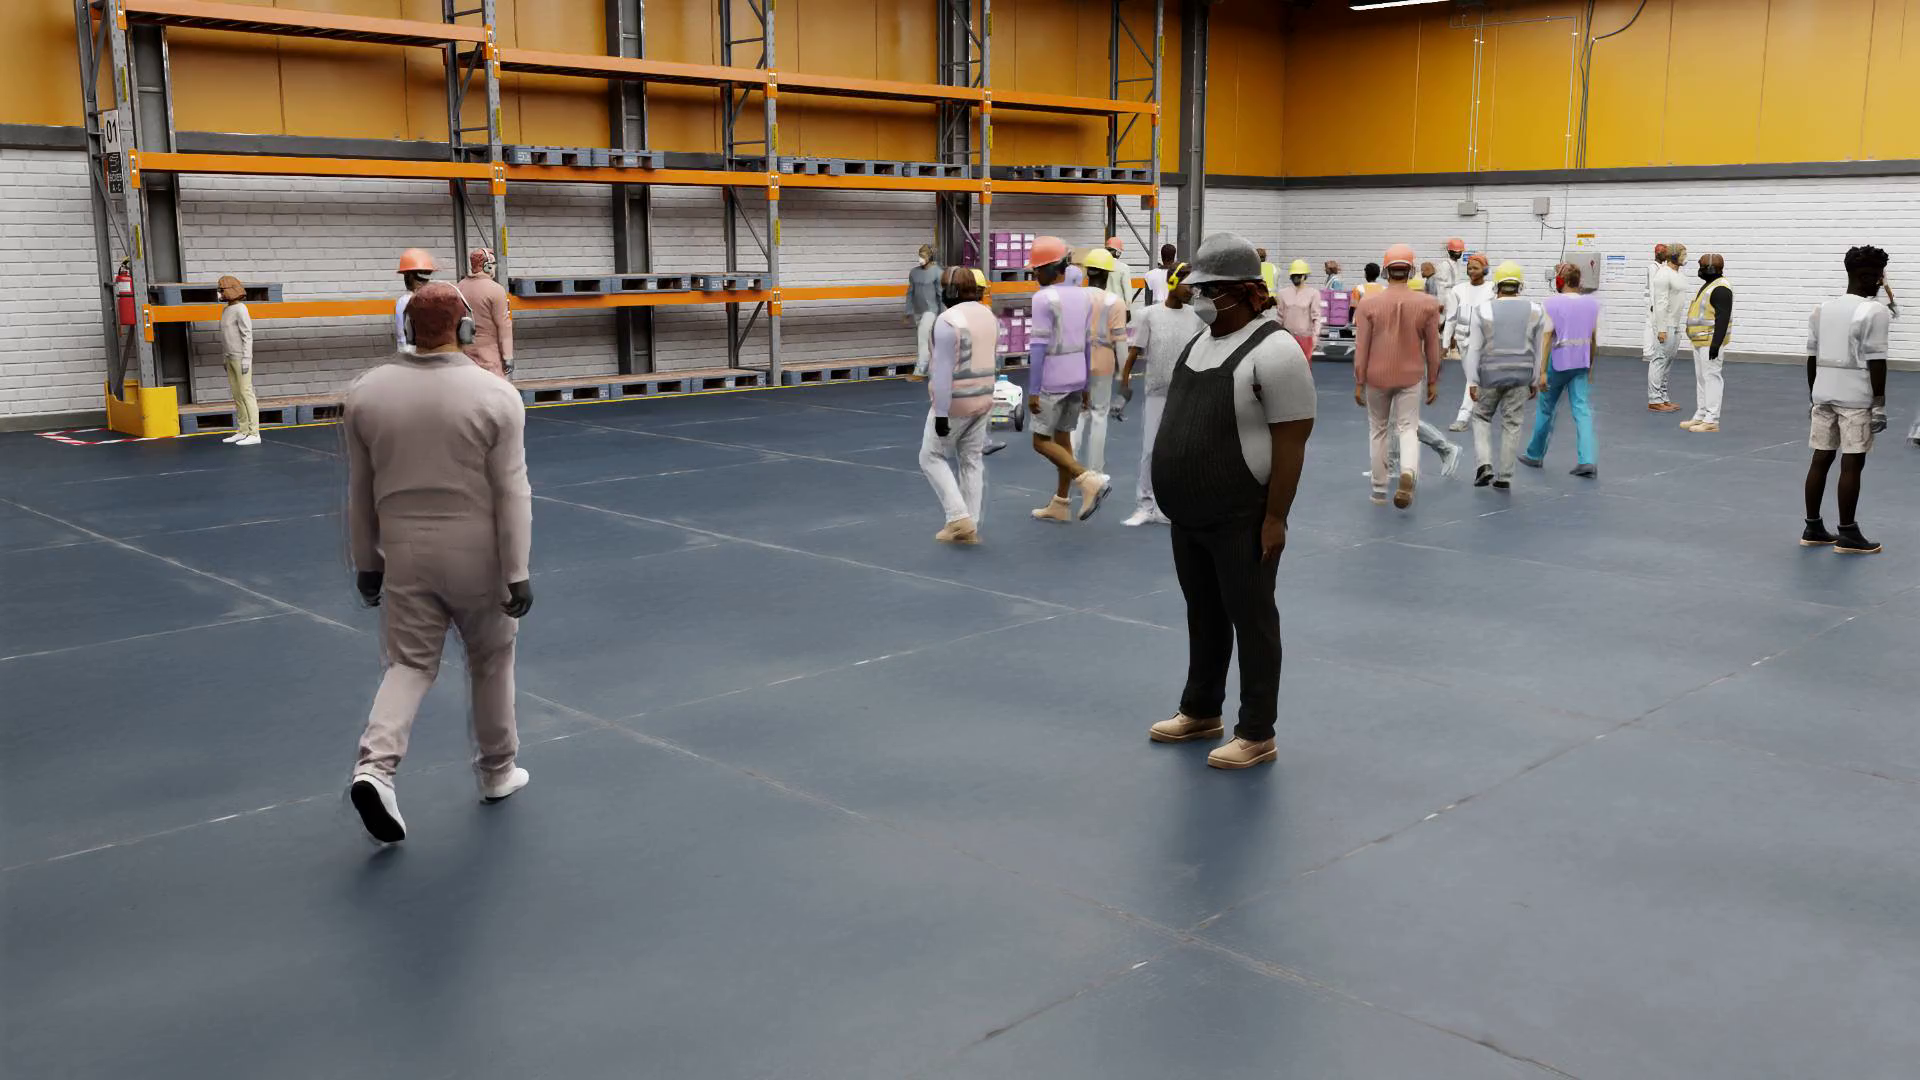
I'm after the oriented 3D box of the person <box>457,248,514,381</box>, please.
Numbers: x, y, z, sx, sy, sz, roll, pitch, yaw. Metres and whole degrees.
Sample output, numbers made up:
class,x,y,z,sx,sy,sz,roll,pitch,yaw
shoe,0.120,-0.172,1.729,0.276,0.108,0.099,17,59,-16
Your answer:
class,x,y,z,sx,sy,sz,roll,pitch,yaw
person,-4.321,-1.707,15.220,0.653,1.906,0.408,6,12,29

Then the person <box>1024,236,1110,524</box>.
class,x,y,z,sx,sy,sz,roll,pitch,yaw
person,0.751,-1.077,11.481,0.671,2.022,0.632,9,14,42

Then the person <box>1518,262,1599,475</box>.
class,x,y,z,sx,sy,sz,roll,pitch,yaw
person,5.167,-1.465,14.202,0.585,1.795,0.994,-2,11,-12

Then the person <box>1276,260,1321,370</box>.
class,x,y,z,sx,sy,sz,roll,pitch,yaw
person,3.812,-2.305,18.935,0.552,1.725,0.852,6,12,28

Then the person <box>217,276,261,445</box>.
class,x,y,z,sx,sy,sz,roll,pitch,yaw
person,-7.016,-1.738,16.134,0.264,1.632,0.507,-10,14,-44

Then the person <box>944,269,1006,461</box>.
class,x,y,z,sx,sy,sz,roll,pitch,yaw
person,0.021,-1.592,15.081,0.874,1.717,0.550,-7,12,-33

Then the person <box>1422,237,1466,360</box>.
class,x,y,z,sx,sy,sz,roll,pitch,yaw
person,7.863,-3.915,27.068,0.849,1.993,0.627,7,12,33

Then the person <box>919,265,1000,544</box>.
class,x,y,z,sx,sy,sz,roll,pitch,yaw
person,-0.001,-0.861,10.825,0.451,1.828,0.646,8,13,37

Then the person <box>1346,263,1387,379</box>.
class,x,y,z,sx,sy,sz,roll,pitch,yaw
person,5.588,-2.954,22.731,0.539,1.649,0.907,-2,11,-13

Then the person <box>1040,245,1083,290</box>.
class,x,y,z,sx,sy,sz,roll,pitch,yaw
person,1.484,-3.304,24.005,0.615,1.870,1.094,6,12,29

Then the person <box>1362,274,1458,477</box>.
class,x,y,z,sx,sy,sz,roll,pitch,yaw
person,3.766,-1.349,13.778,0.689,1.718,0.494,1,10,6

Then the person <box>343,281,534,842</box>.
class,x,y,z,sx,sy,sz,roll,pitch,yaw
person,-1.786,0.064,5.666,0.654,1.879,0.868,1,10,6

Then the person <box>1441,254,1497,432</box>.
class,x,y,z,sx,sy,sz,roll,pitch,yaw
person,5.401,-2.078,17.471,0.586,1.837,1.007,9,14,40

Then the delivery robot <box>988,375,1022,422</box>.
class,x,y,z,sx,sy,sz,roll,pitch,yaw
delivery robot,0.447,-1.486,17.436,0.477,0.478,0.707,1,11,9

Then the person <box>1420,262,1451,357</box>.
class,x,y,z,sx,sy,sz,roll,pitch,yaw
person,7.861,-3.818,27.624,0.868,1.586,0.514,5,12,25

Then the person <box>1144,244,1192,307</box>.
class,x,y,z,sx,sy,sz,roll,pitch,yaw
person,2.598,-2.741,20.834,0.592,1.916,0.392,2,11,10

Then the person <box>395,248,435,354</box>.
class,x,y,z,sx,sy,sz,roll,pitch,yaw
person,-4.035,-1.229,12.558,0.453,1.922,0.579,5,12,26

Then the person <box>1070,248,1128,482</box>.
class,x,y,z,sx,sy,sz,roll,pitch,yaw
person,1.076,-1.395,13.485,0.621,1.913,0.428,6,12,30

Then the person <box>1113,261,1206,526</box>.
class,x,y,z,sx,sy,sz,roll,pitch,yaw
person,1.398,-0.992,11.511,0.682,1.851,0.368,-2,11,-9

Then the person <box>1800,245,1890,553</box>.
class,x,y,z,sx,sy,sz,roll,pitch,yaw
person,5.693,-0.900,10.669,0.372,1.961,0.601,-3,11,-15

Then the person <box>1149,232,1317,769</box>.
class,x,y,z,sx,sy,sz,roll,pitch,yaw
person,0.988,-0.152,6.372,0.536,2.000,0.688,-5,12,-27

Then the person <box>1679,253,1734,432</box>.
class,x,y,z,sx,sy,sz,roll,pitch,yaw
person,7.714,-2.030,17.168,0.430,1.840,0.625,2,11,10

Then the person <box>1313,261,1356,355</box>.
class,x,y,z,sx,sy,sz,roll,pitch,yaw
person,6.345,-3.908,28.061,0.831,1.601,0.508,0,10,1

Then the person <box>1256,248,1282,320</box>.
class,x,y,z,sx,sy,sz,roll,pitch,yaw
person,4.745,-3.710,26.381,0.633,1.816,0.688,-2,11,-11

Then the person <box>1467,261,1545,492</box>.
class,x,y,z,sx,sy,sz,roll,pitch,yaw
person,4.288,-1.280,13.124,0.589,1.819,0.418,1,10,7

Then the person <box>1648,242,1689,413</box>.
class,x,y,z,sx,sy,sz,roll,pitch,yaw
person,8.135,-2.433,19.090,0.371,1.940,0.630,8,13,38

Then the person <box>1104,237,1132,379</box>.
class,x,y,z,sx,sy,sz,roll,pitch,yaw
person,2.158,-3.263,23.462,0.608,1.996,0.376,7,13,34

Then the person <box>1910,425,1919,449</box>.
class,x,y,z,sx,sy,sz,roll,pitch,yaw
person,9.409,-1.679,15.421,0.968,1.780,0.612,3,11,17

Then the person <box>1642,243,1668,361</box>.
class,x,y,z,sx,sy,sz,roll,pitch,yaw
person,11.209,-3.819,26.789,0.356,1.887,0.572,6,12,29

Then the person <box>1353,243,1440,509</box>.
class,x,y,z,sx,sy,sz,roll,pitch,yaw
person,3.225,-1.199,12.282,0.631,1.969,0.837,1,10,8

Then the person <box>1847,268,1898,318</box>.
class,x,y,z,sx,sy,sz,roll,pitch,yaw
person,13.449,-3.396,24.644,0.753,1.841,0.497,6,12,30

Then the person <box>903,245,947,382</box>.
class,x,y,z,sx,sy,sz,roll,pitch,yaw
person,-0.426,-3.166,23.219,0.984,1.902,0.632,-10,15,-44
